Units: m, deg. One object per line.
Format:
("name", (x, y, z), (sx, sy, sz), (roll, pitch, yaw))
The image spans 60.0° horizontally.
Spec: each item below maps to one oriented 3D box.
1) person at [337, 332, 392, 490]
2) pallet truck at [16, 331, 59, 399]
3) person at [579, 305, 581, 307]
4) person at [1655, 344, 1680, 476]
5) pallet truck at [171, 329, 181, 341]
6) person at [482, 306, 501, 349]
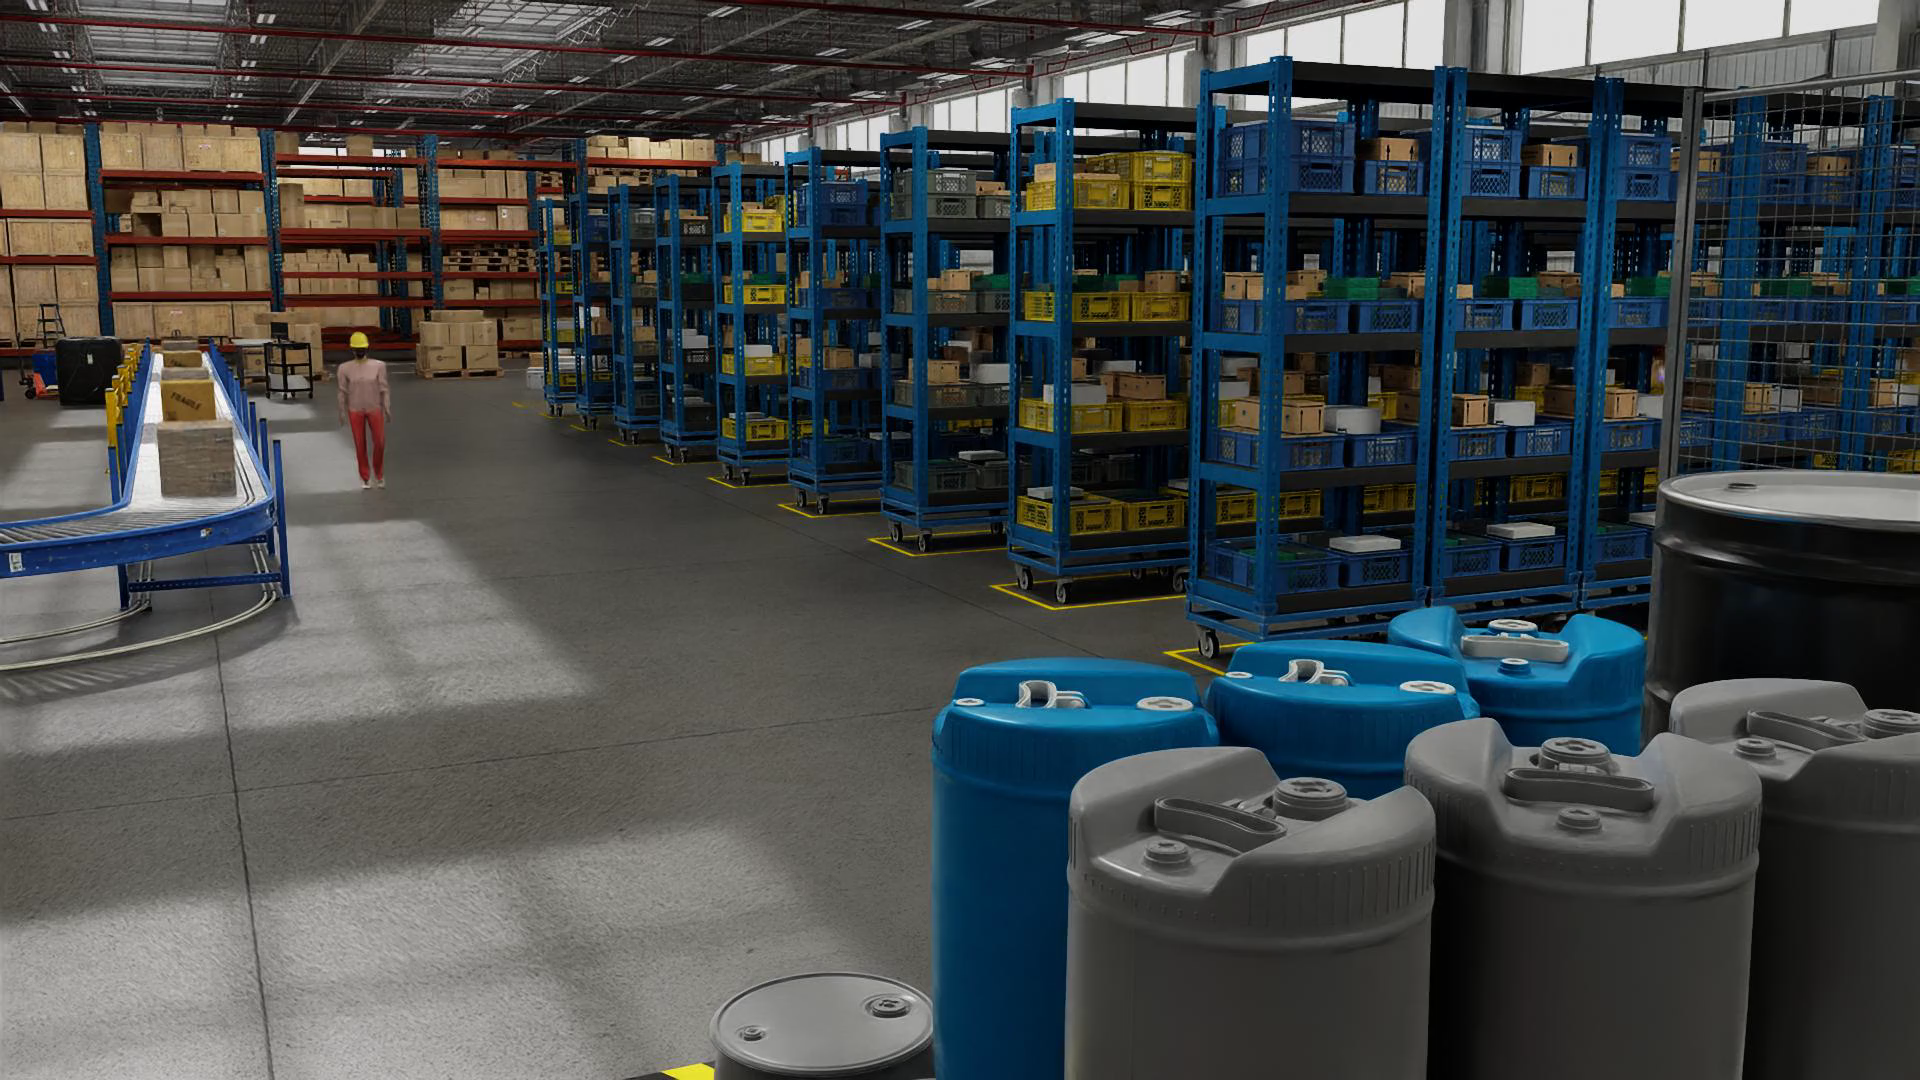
("person", (-6.565, -1.415, 18.342), (0.560, 1.743, 0.631), (-3, 10, -20))
("pallet truck", (-17.082, -3.353, 31.781), (1.630, 1.274, 0.653), (-4, 10, -25))
("person", (-11.525, -6.595, 50.632), (0.905, 1.733, 0.533), (-3, 10, -17))
("person", (6.828, -1.088, 16.168), (0.567, 1.795, 0.964), (-4, 10, -22))
("pallet truck", (-17.275, -3.851, 35.096), (1.601, 1.201, 0.680), (0, 9, 1))
("person", (-14.181, -6.673, 50.273), (0.615, 1.985, 0.420), (-9, 13, -44))
